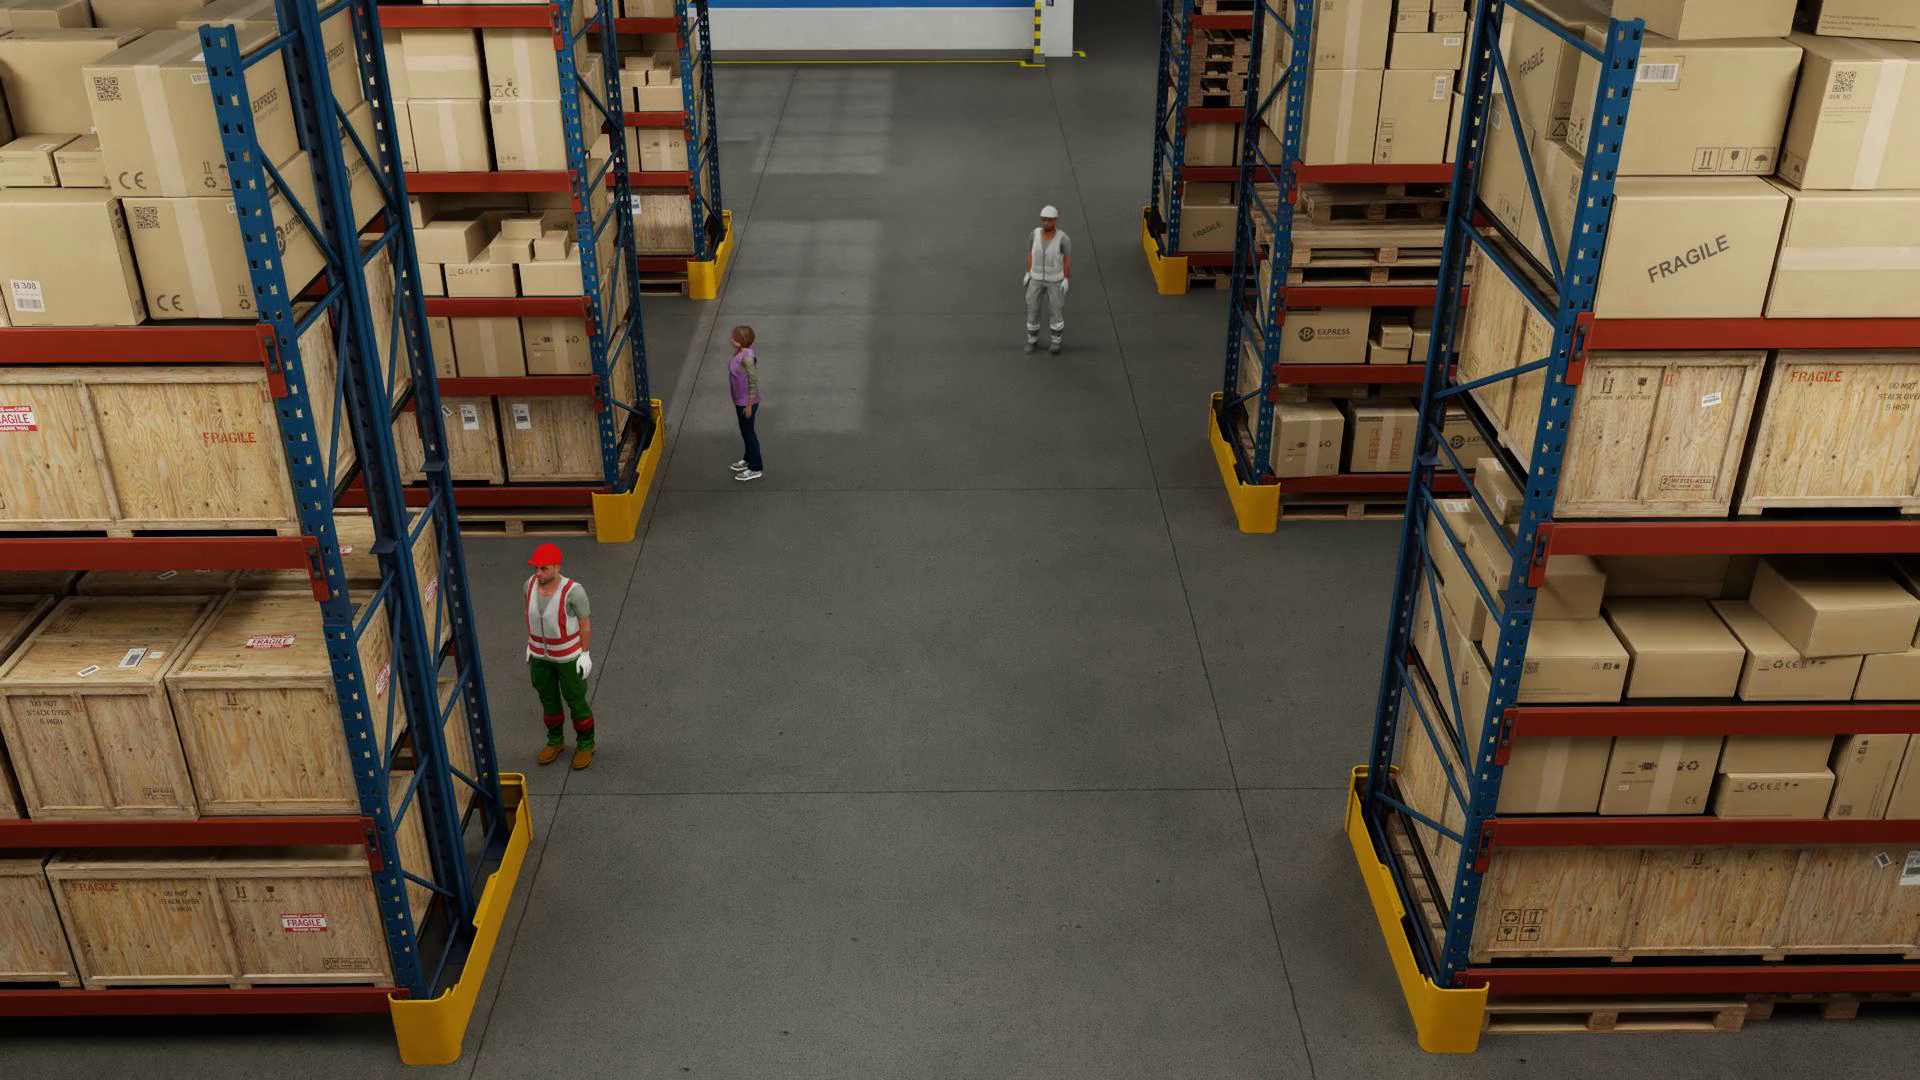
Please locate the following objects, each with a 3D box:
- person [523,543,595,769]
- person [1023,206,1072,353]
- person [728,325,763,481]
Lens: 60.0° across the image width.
[{"bbox_3d":[-2.992,0.852,12.294,0.536,1.794,0.394,7,29,14],"label":"person"},{"bbox_3d":[1.021,-3.062,19.602,0.566,1.814,0.404,9,30,16],"label":"person"},{"bbox_3d":[-2.165,-1.391,16.667,0.329,1.602,0.411,-7,29,-14],"label":"person"}]
